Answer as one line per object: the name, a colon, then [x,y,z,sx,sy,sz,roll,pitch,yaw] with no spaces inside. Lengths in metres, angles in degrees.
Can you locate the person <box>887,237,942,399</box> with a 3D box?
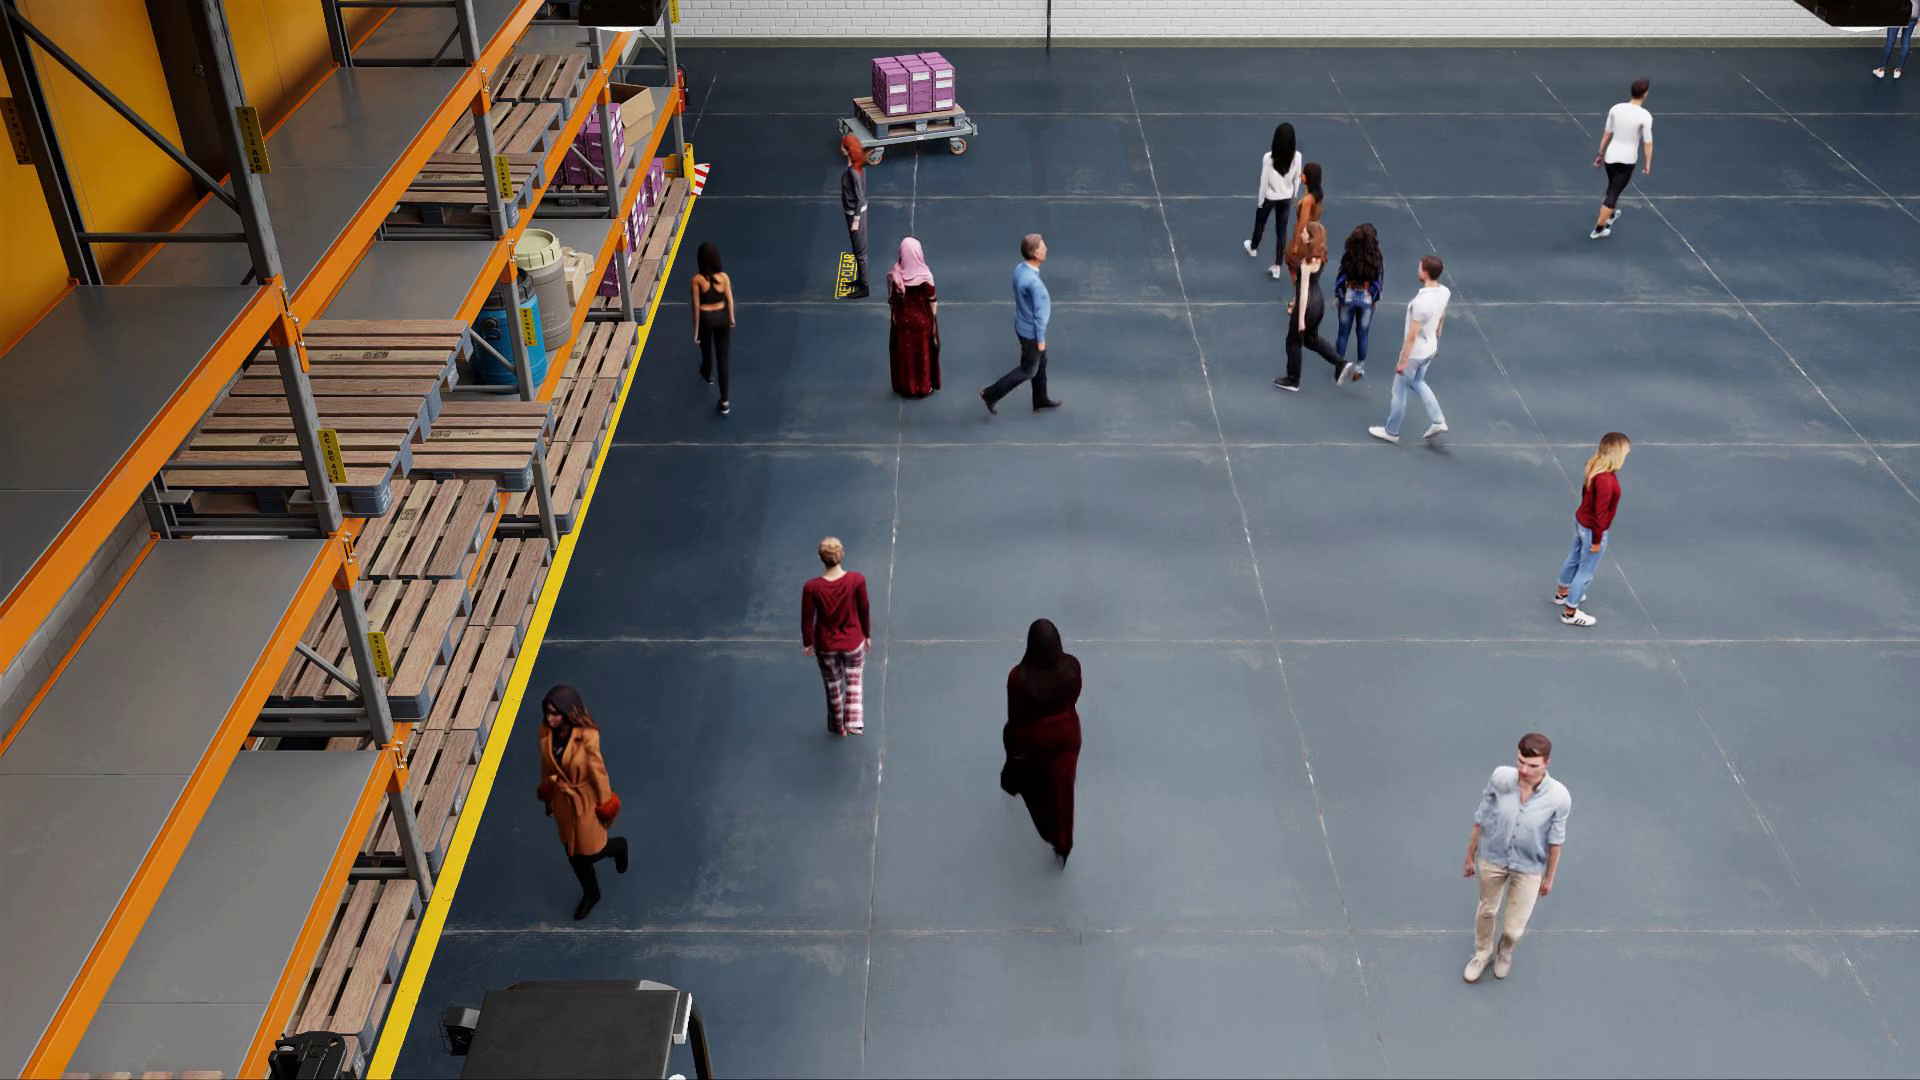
person: [-0.444,-2.102,15.726,0.710,1.638,0.668,7,34,10]

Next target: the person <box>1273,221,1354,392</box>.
person: [3.387,-2.178,15.755,0.917,1.732,0.978,15,36,21]

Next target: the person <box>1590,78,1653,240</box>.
person: [7.441,-4.285,18.838,1.124,1.829,1.079,-27,42,-34]

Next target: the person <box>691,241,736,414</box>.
person: [-2.284,-1.953,15.532,0.809,1.604,1.130,-10,35,-15]

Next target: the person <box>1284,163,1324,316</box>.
person: [3.637,-3.069,17.141,0.721,1.682,0.624,11,35,15]

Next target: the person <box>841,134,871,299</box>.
person: [-1.105,-3.437,17.605,0.674,1.781,0.466,-4,34,-7]

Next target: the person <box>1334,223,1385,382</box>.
person: [3.830,-2.301,16.046,0.657,1.615,0.634,9,35,13]

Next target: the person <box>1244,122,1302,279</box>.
person: [3.462,-3.650,18.028,0.758,1.668,1.056,-6,34,-8]

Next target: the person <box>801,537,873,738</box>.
person: [-0.816,0.723,11.430,0.712,1.689,0.752,-7,34,-11]

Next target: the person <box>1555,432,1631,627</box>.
person: [4.840,-0.108,12.731,0.662,1.632,0.453,2,34,3]

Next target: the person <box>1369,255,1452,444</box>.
person: [4.159,-1.660,14.876,1.033,1.843,0.993,26,41,33]

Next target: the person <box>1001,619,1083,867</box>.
person: [0.572,1.313,10.528,0.880,1.704,1.235,-9,35,-13]

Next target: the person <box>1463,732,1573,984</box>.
person: [3.235,1.817,9.651,0.792,1.835,0.831,21,39,28]

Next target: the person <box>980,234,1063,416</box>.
person: [0.587,-1.941,15.339,0.854,1.798,1.048,-7,34,-11]

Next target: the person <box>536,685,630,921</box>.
person: [-2.276,1.563,10.148,0.883,1.708,0.966,14,36,20]

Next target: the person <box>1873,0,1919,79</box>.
person: [13.484,-7.486,23.738,0.646,1.735,0.595,7,34,10]
